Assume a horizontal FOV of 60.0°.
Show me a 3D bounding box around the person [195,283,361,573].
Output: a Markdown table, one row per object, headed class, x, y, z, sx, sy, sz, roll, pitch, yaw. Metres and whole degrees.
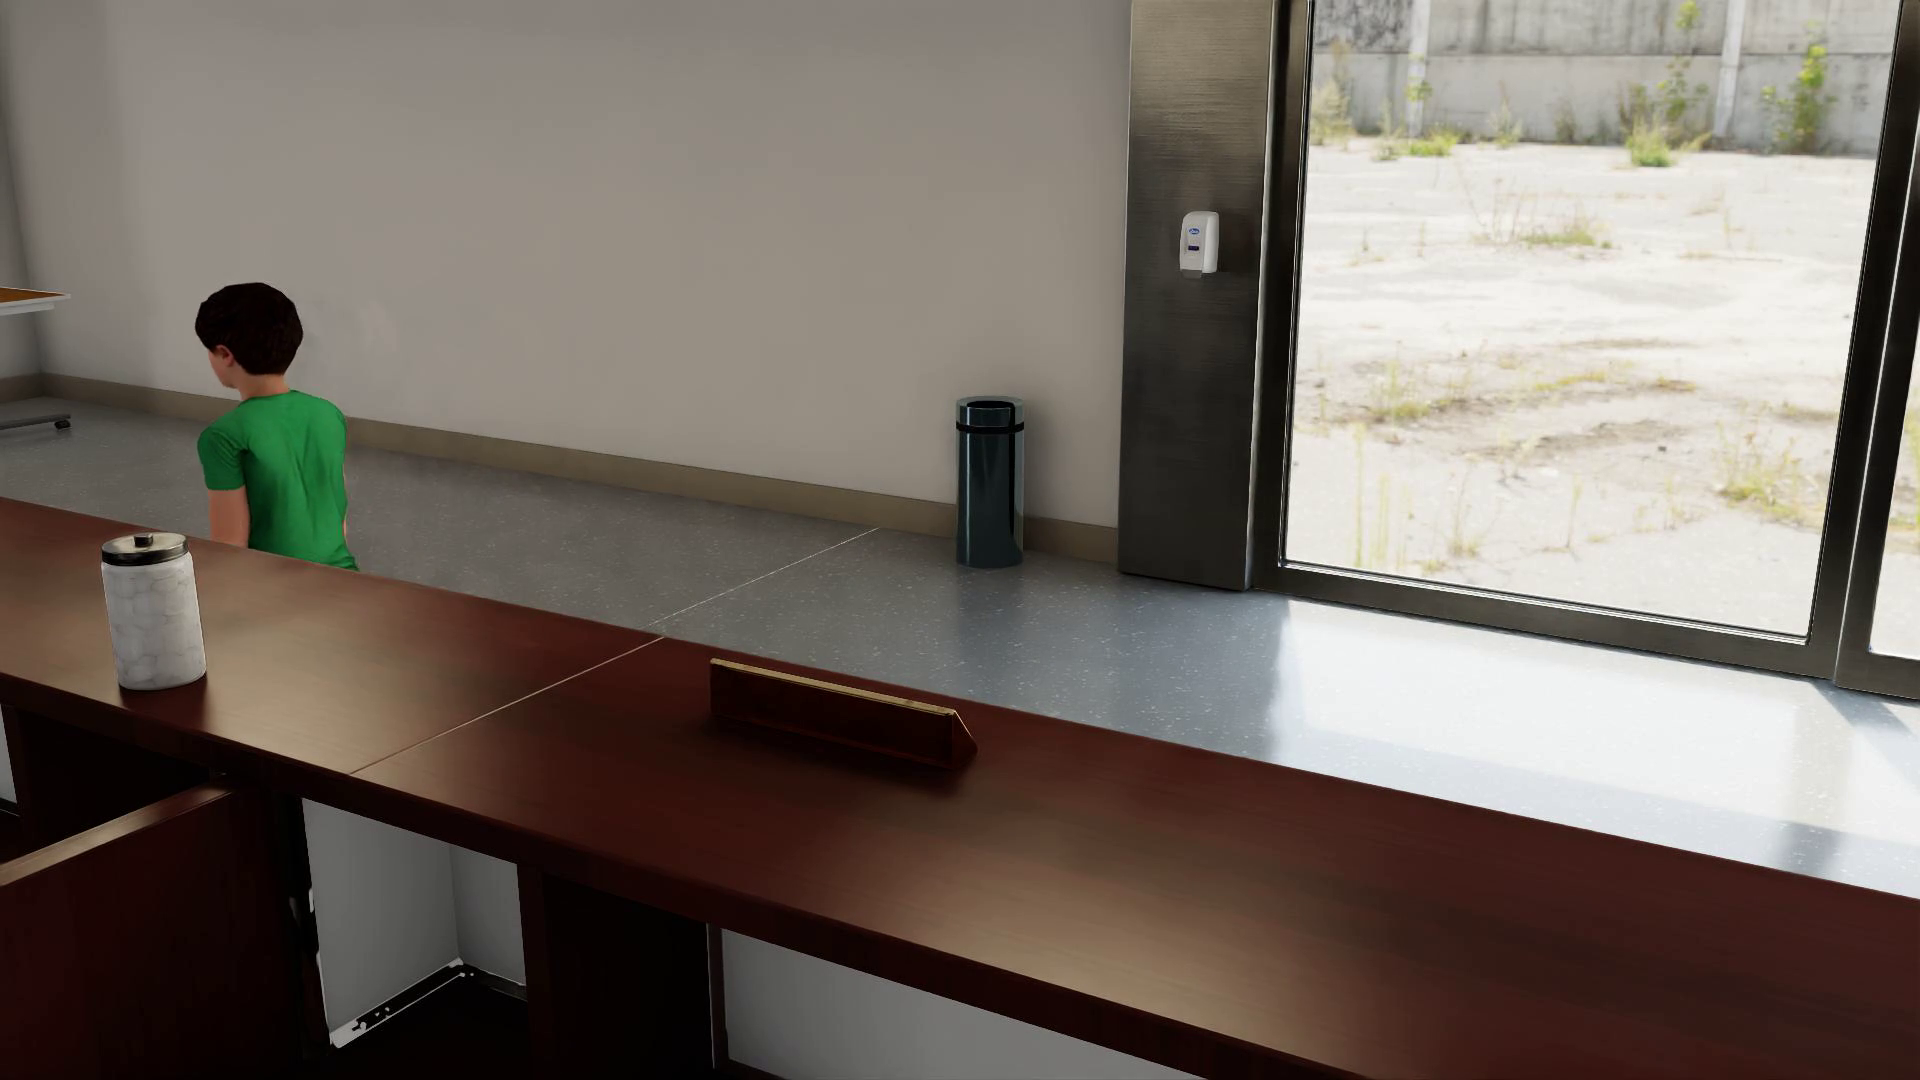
| class | x | y | z | sx | sy | sz | roll | pitch | yaw |
| --- | --- | --- | --- | --- | --- | --- | --- | --- | --- |
| person | -1.500 | 0.222 | 3.943 | 0.648 | 1.637 | 0.559 | 10 | 18 | 30 |
